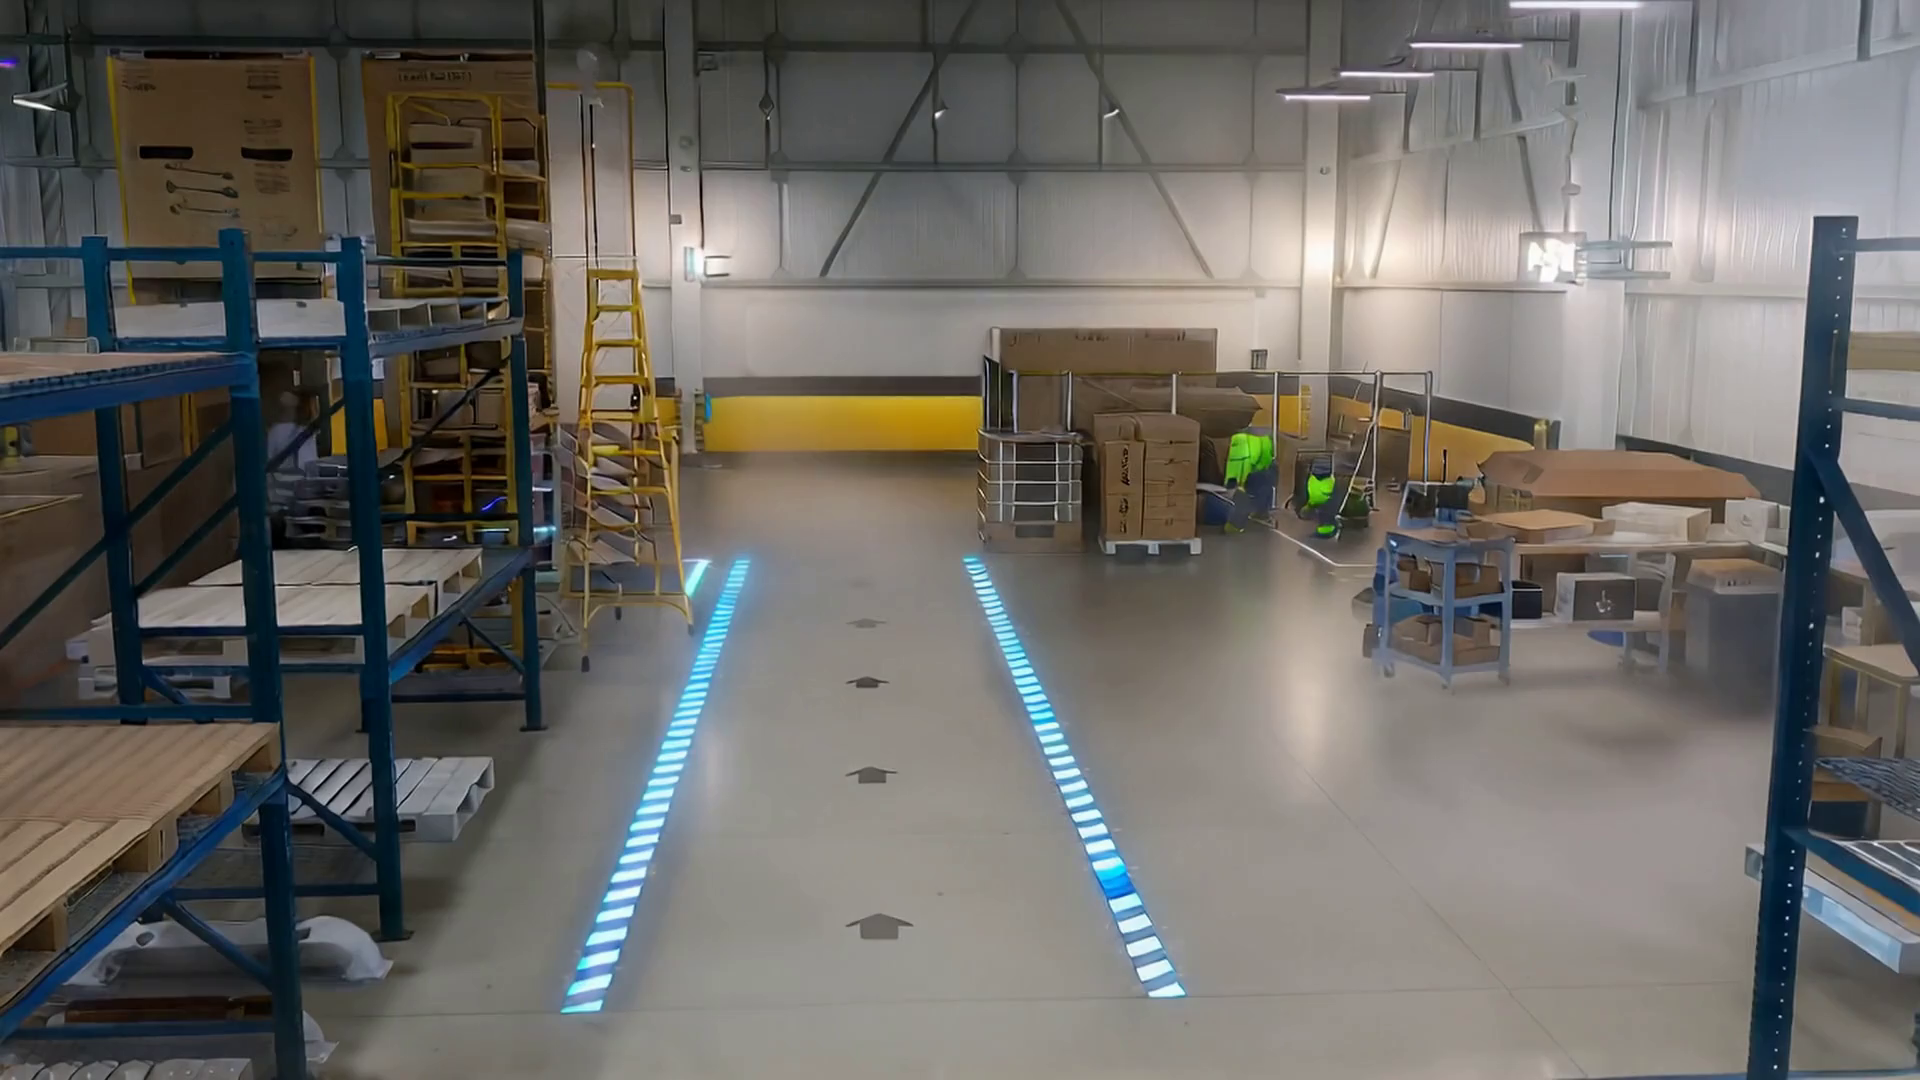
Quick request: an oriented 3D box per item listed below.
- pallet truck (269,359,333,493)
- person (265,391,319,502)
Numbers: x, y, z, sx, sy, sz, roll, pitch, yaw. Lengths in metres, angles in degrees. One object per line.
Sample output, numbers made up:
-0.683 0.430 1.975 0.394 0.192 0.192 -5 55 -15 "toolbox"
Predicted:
-7.062 -1.131 18.996 1.885 1.965 0.823 2 9 13 "pallet truck"
-5.959 -0.390 14.769 0.575 1.863 0.774 5 10 27 "person"
